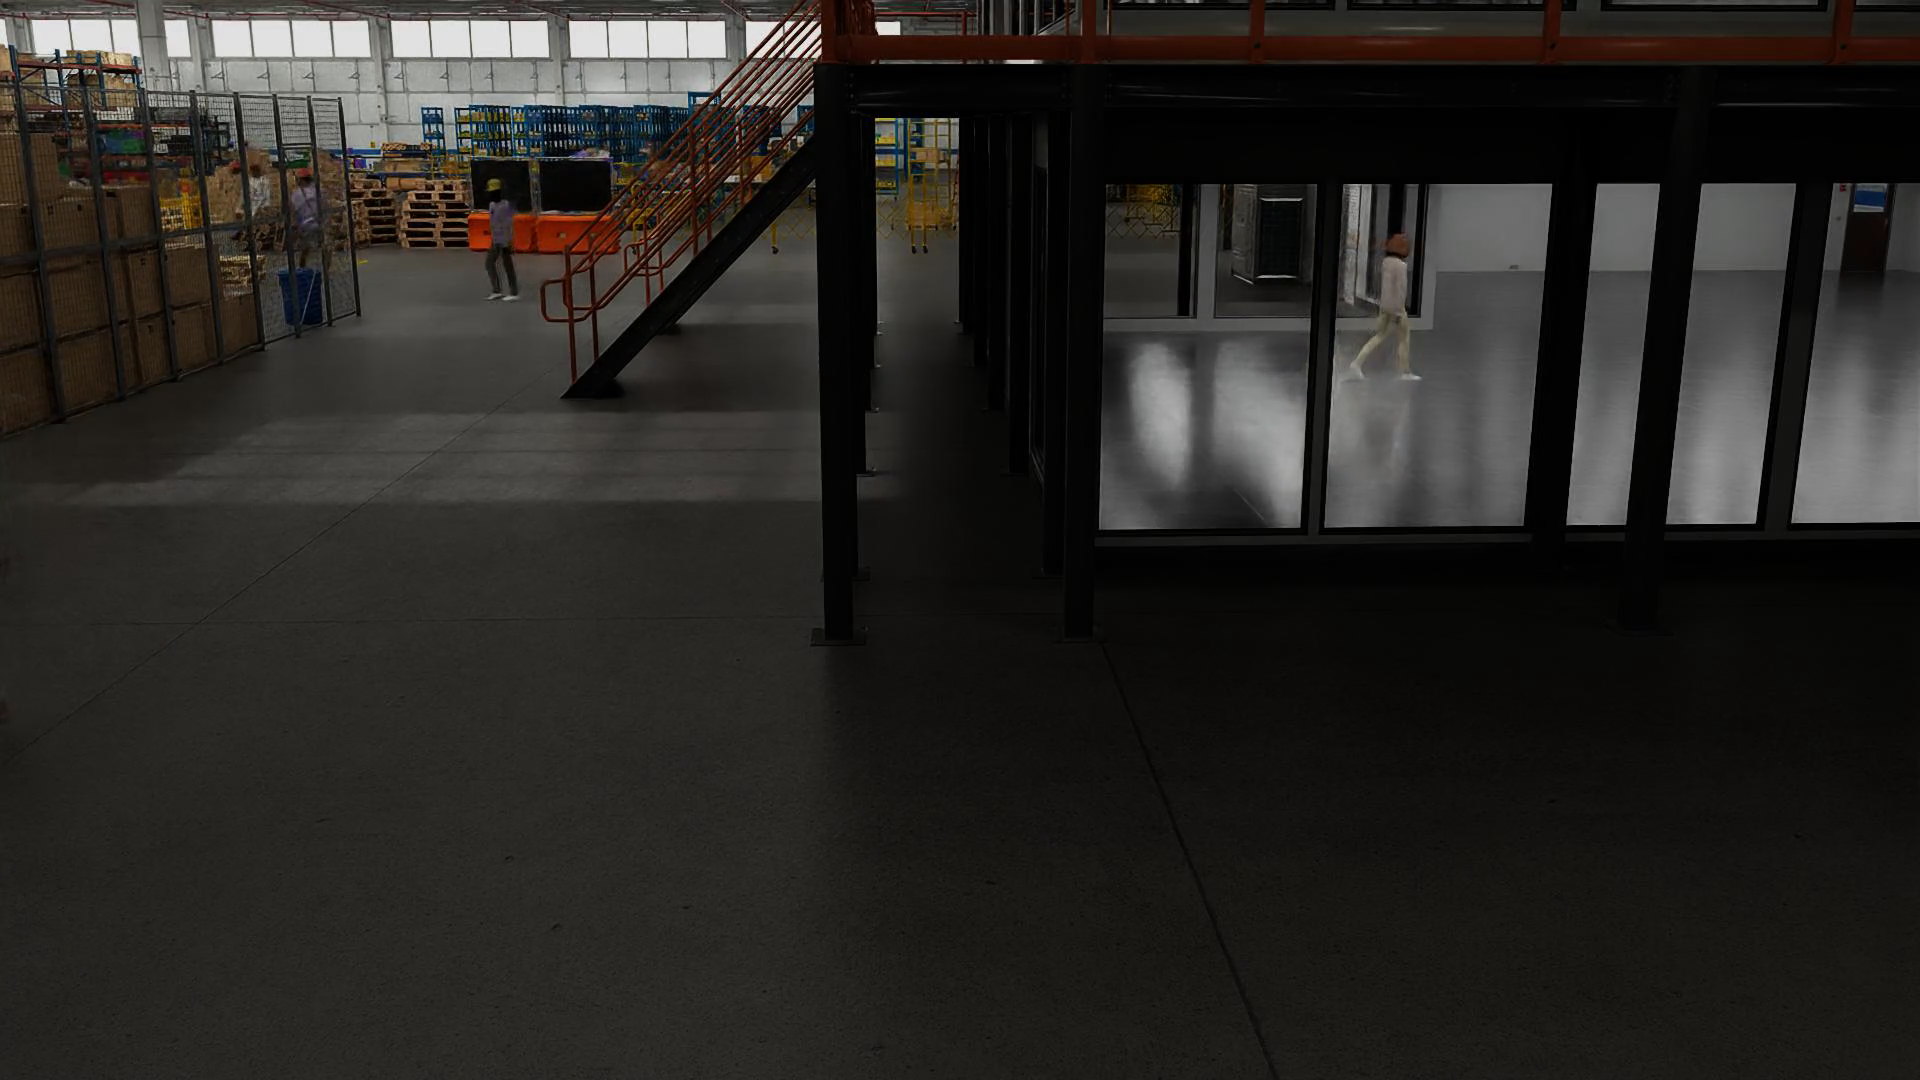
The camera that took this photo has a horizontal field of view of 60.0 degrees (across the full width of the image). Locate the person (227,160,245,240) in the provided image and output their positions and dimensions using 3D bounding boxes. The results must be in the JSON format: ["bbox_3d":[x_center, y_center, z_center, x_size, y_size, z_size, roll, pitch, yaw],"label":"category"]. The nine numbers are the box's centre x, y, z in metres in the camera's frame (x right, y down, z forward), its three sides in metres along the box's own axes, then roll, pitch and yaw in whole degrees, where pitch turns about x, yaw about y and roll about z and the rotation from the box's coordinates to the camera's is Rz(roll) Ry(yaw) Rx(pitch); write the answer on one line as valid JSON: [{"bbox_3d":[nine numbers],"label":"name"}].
[{"bbox_3d":[-17.221,-8.146,39.929,0.684,1.893,0.606,-1,14,-3],"label":"person"}]

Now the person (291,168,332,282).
[{"bbox_3d":[-11.487,-5.551,29.351,1.069,1.984,0.630,11,18,37],"label":"person"}]

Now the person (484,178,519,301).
[{"bbox_3d":[-7.227,-4.672,25.975,0.670,1.902,0.611,-13,19,-42],"label":"person"}]

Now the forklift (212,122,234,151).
[{"bbox_3d":[-39.324,-20.879,88.783,1.129,2.768,1.873,-1,14,-2],"label":"forklift"}]

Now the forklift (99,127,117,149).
[{"bbox_3d":[-37.699,-17.110,73.719,1.129,2.768,1.873,-7,16,-27],"label":"forklift"}]

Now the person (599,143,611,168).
[{"bbox_3d":[-15.704,-16.669,73.958,0.539,1.886,0.681,7,16,27],"label":"person"}]

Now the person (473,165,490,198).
[{"bbox_3d":[-12.203,-8.712,42.547,0.953,1.702,0.530,11,18,38],"label":"person"}]

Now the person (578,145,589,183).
[{"bbox_3d":[-17.025,-16.984,75.378,0.561,1.820,0.507,4,15,17],"label":"person"}]

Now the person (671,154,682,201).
[{"bbox_3d":[-8.848,-11.122,51.879,0.414,1.846,0.536,-4,15,-15],"label":"person"}]

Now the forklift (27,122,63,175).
[{"bbox_3d":[-35.376,-14.773,64.377,1.129,2.768,1.873,-1,14,-2],"label":"forklift"}]

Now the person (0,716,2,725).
[{"bbox_3d":[-4.591,0.061,7.087,0.643,1.884,1.029,5,15,20],"label":"person"}]

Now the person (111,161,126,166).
[{"bbox_3d":[-34.524,-15.179,68.252,0.594,1.786,0.934,-2,14,-7],"label":"person"}]

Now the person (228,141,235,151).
[{"bbox_3d":[-34.683,-18.029,79.284,0.385,1.948,0.605,-5,15,-21],"label":"person"}]

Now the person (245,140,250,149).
[{"bbox_3d":[-38.994,-20.974,91.152,0.889,1.909,0.555,-2,14,-8],"label":"person"}]

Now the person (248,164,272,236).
[{"bbox_3d":[-16.019,-7.611,37.865,0.581,1.847,0.903,2,14,9],"label":"person"}]

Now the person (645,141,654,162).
[{"bbox_3d":[-14.392,-17.374,76.636,0.978,1.952,0.657,2,14,8],"label":"person"}]

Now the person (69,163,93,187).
[{"bbox_3d":[-17.473,-6.503,33.028,0.832,2.000,0.694,1,14,4],"label":"person"}]
